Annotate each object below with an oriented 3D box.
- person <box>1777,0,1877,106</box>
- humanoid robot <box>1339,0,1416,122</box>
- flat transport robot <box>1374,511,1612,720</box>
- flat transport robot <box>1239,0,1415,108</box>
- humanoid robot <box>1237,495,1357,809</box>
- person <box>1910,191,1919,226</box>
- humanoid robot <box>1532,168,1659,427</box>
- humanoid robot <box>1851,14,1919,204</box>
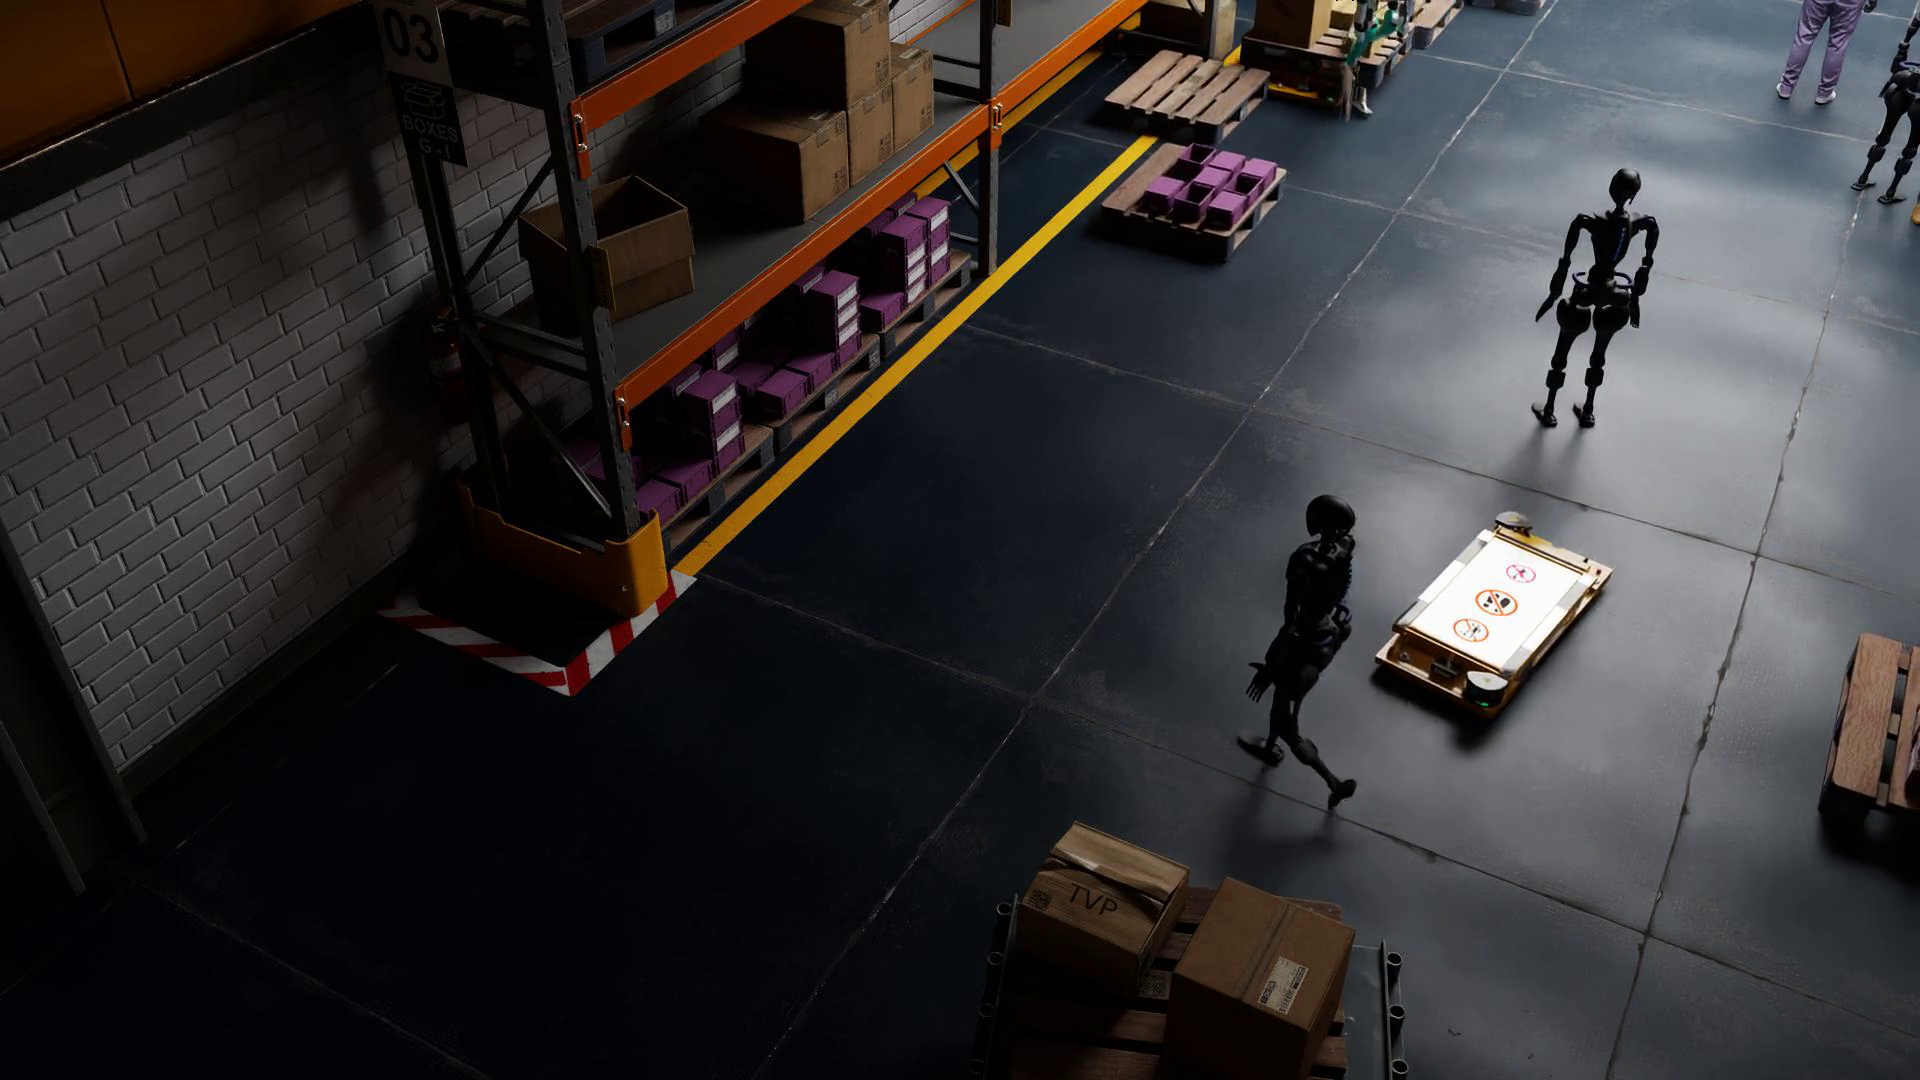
[{"bbox_3d":[7.154,-4.498,13.533,0.651,1.906,0.412,18,42,21],"label":"person"},{"bbox_3d":[3.298,-4.211,13.350,0.533,1.847,0.702,-12,40,-14],"label":"humanoid robot"},{"bbox_3d":[2.835,0.367,8.760,0.659,0.231,1.431,28,46,30],"label":"flat transport robot"},{"bbox_3d":[3.182,-4.128,14.380,0.659,0.231,1.431,19,42,22],"label":"flat transport robot"},{"bbox_3d":[1.615,0.488,7.497,0.641,1.637,0.594,26,45,28],"label":"humanoid robot"},{"bbox_3d":[7.315,-3.130,11.832,0.562,1.897,0.352,7,39,9],"label":"person"},{"bbox_3d":[3.767,-1.425,9.872,0.610,1.654,0.308,0,39,0],"label":"humanoid robot"},{"bbox_3d":[7.051,-3.302,12.218,0.311,1.650,0.609,-18,42,-21],"label":"humanoid robot"}]
